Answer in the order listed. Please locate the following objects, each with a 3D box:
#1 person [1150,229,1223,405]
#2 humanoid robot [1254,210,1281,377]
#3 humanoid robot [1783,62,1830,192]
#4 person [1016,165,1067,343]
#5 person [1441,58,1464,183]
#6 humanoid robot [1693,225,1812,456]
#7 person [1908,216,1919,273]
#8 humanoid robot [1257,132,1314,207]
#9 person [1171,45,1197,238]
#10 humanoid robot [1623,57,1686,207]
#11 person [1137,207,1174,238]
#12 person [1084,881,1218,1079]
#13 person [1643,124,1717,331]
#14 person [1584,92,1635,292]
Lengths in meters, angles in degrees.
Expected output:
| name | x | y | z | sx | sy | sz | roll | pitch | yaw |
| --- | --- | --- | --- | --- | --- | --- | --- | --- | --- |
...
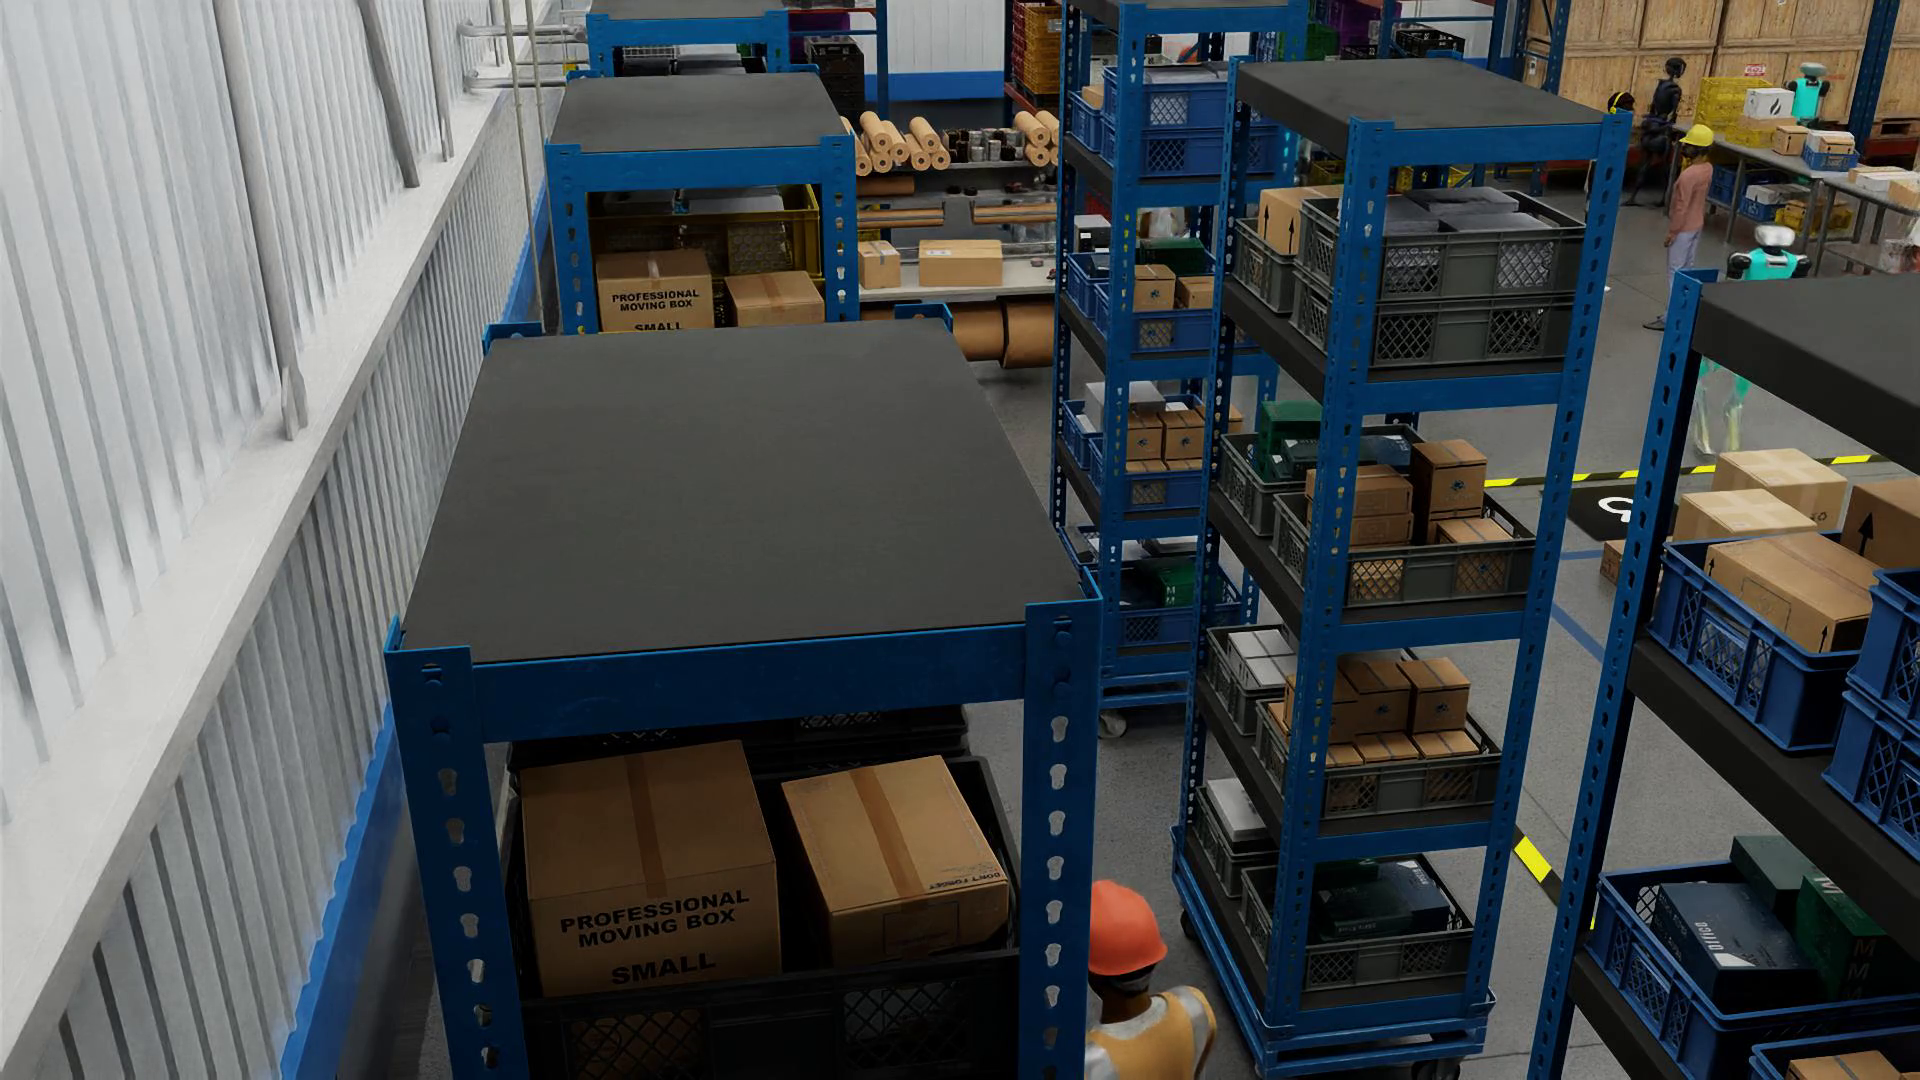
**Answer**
| name | x | y | z | sx | sy | sz | roll | pitch | yaw |
| --- | --- | --- | --- | --- | --- | --- | --- | --- | --- |
| person | 1.471 | -1.110 | 10.817 | 0.596 | 1.849 | 0.391 | -2 | 25 | -3 |
| humanoid robot | 2.544 | -2.122 | 13.232 | 0.463 | 1.648 | 0.620 | -2 | 25 | -4 |
| humanoid robot | 8.894 | -4.075 | 17.430 | 0.561 | 1.743 | 1.039 | -7 | 26 | -16 |
| person | 0.670 | -2.551 | 14.127 | 0.485 | 1.697 | 0.894 | -8 | 26 | -16 |
| person | 5.072 | -4.183 | 17.524 | 0.343 | 1.839 | 0.498 | -15 | 29 | -30 |
| humanoid robot | 5.352 | -1.327 | 11.521 | 0.540 | 1.846 | 0.776 | 1 | 25 | 2 |
| person | 8.073 | -2.361 | 13.508 | 0.944 | 1.872 | 0.598 | 7 | 26 | 16 |
| humanoid robot | 2.984 | -3.206 | 15.555 | 0.542 | 1.808 | 0.782 | 7 | 26 | 14 |
| person | 2.290 | -4.008 | 16.916 | 0.643 | 2.020 | 0.525 | 1 | 25 | 3 |
| humanoid robot | 7.793 | -4.508 | 18.431 | 0.624 | 1.637 | 0.606 | -1 | 25 | -3 |
| person | 1.547 | -2.449 | 13.768 | 0.709 | 1.827 | 0.530 | 8 | 26 | 18 |
| person | 0.408 | 1.757 | 4.495 | 0.542 | 1.927 | 0.371 | -20 | 31 | -37 |
| person | 6.227 | -2.681 | 14.328 | 0.295 | 1.772 | 0.532 | 21 | 32 | 38 |
| person | 5.916 | -3.171 | 15.295 | 0.497 | 1.861 | 0.331 | -18 | 30 | -34 |
